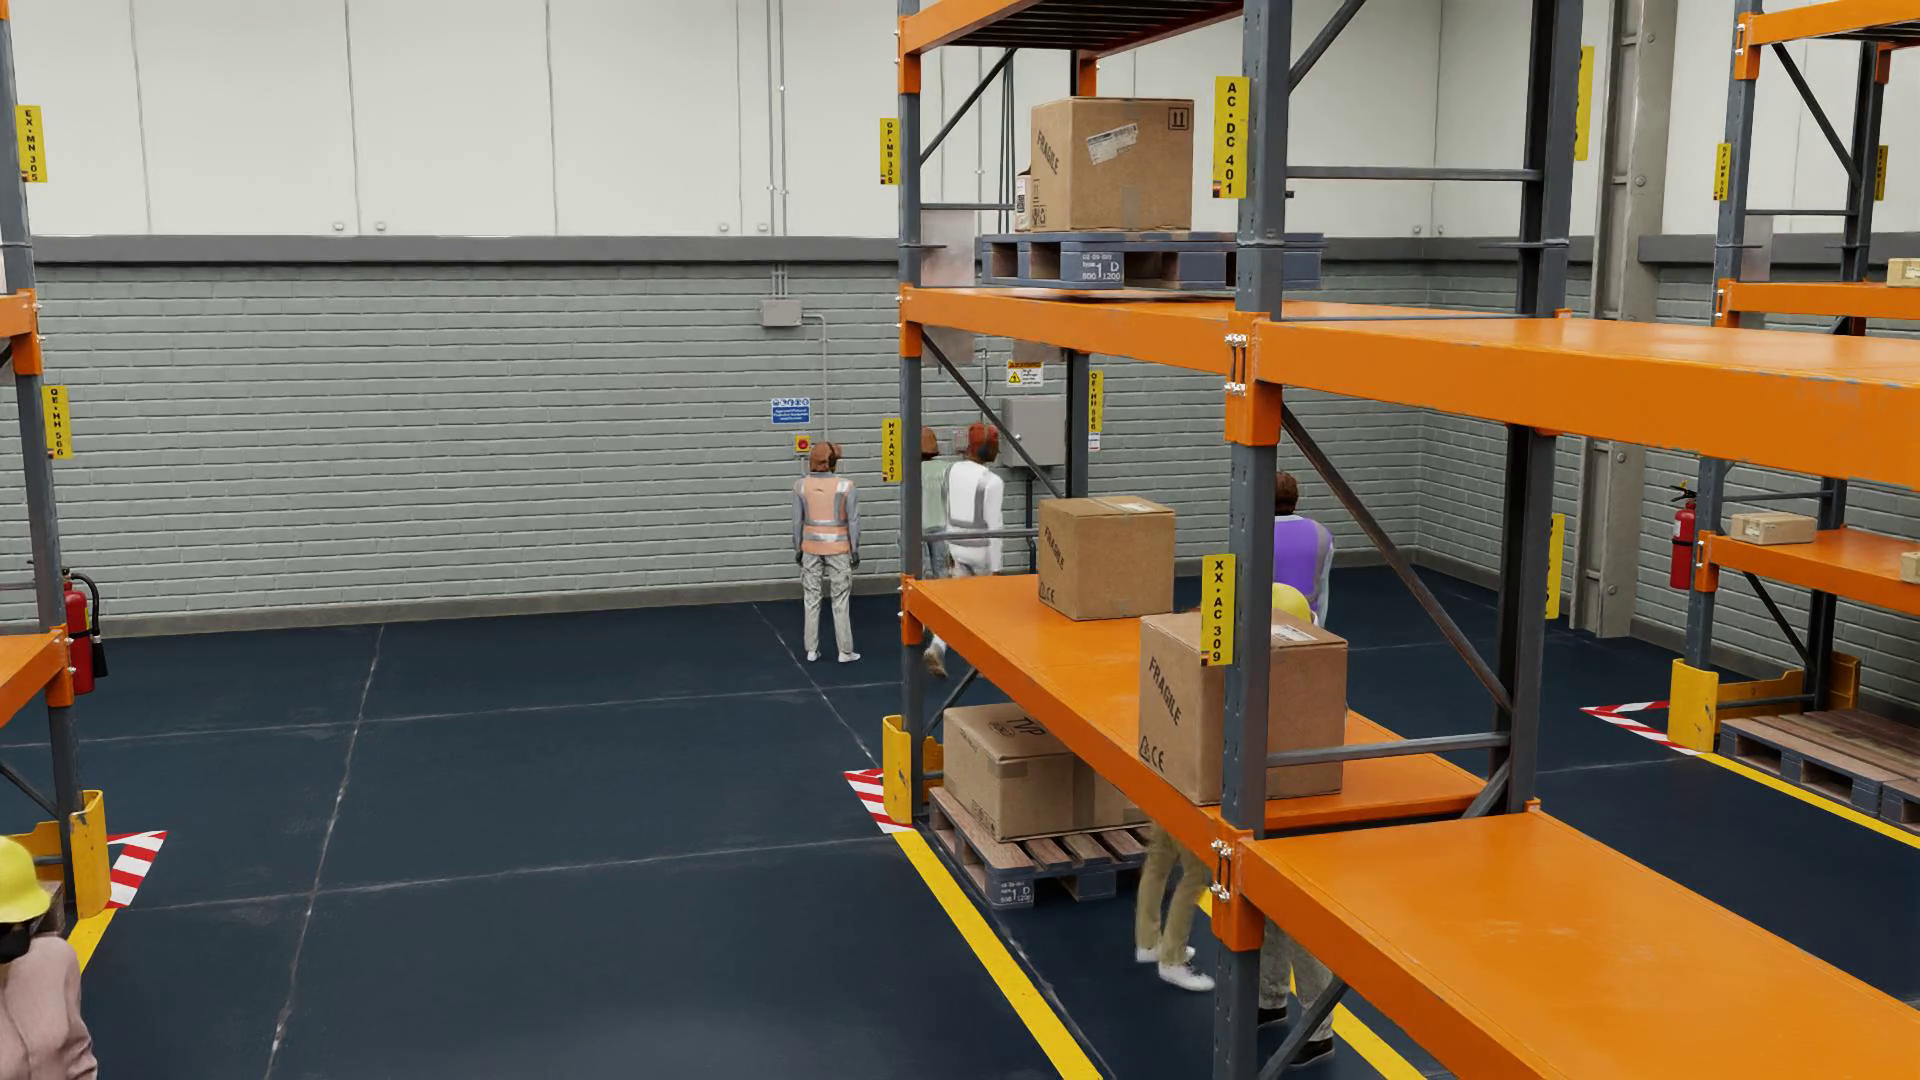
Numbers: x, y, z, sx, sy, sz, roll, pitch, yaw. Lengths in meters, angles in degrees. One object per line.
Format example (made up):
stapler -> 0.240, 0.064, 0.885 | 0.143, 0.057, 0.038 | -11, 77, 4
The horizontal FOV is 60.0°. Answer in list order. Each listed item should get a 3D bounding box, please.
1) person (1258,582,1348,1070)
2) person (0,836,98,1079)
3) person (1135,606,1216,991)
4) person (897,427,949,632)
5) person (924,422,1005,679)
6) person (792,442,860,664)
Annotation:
person -> 1.199, 1.051, 6.221 | 0.406, 1.821, 0.593 | -4, 11, -20
person -> -2.179, 1.508, 3.806 | 0.363, 1.759, 0.522 | 3, 10, 15
person -> 0.919, 1.045, 6.841 | 0.436, 1.601, 0.499 | 3, 11, 19
person -> -0.280, -0.084, 13.211 | 0.499, 1.633, 0.286 | -7, 12, -36
person -> 0.093, 0.092, 11.579 | 0.601, 1.853, 0.764 | 9, 13, 42
person -> -0.976, 0.098, 12.162 | 0.513, 1.637, 0.313 | 3, 10, 15
